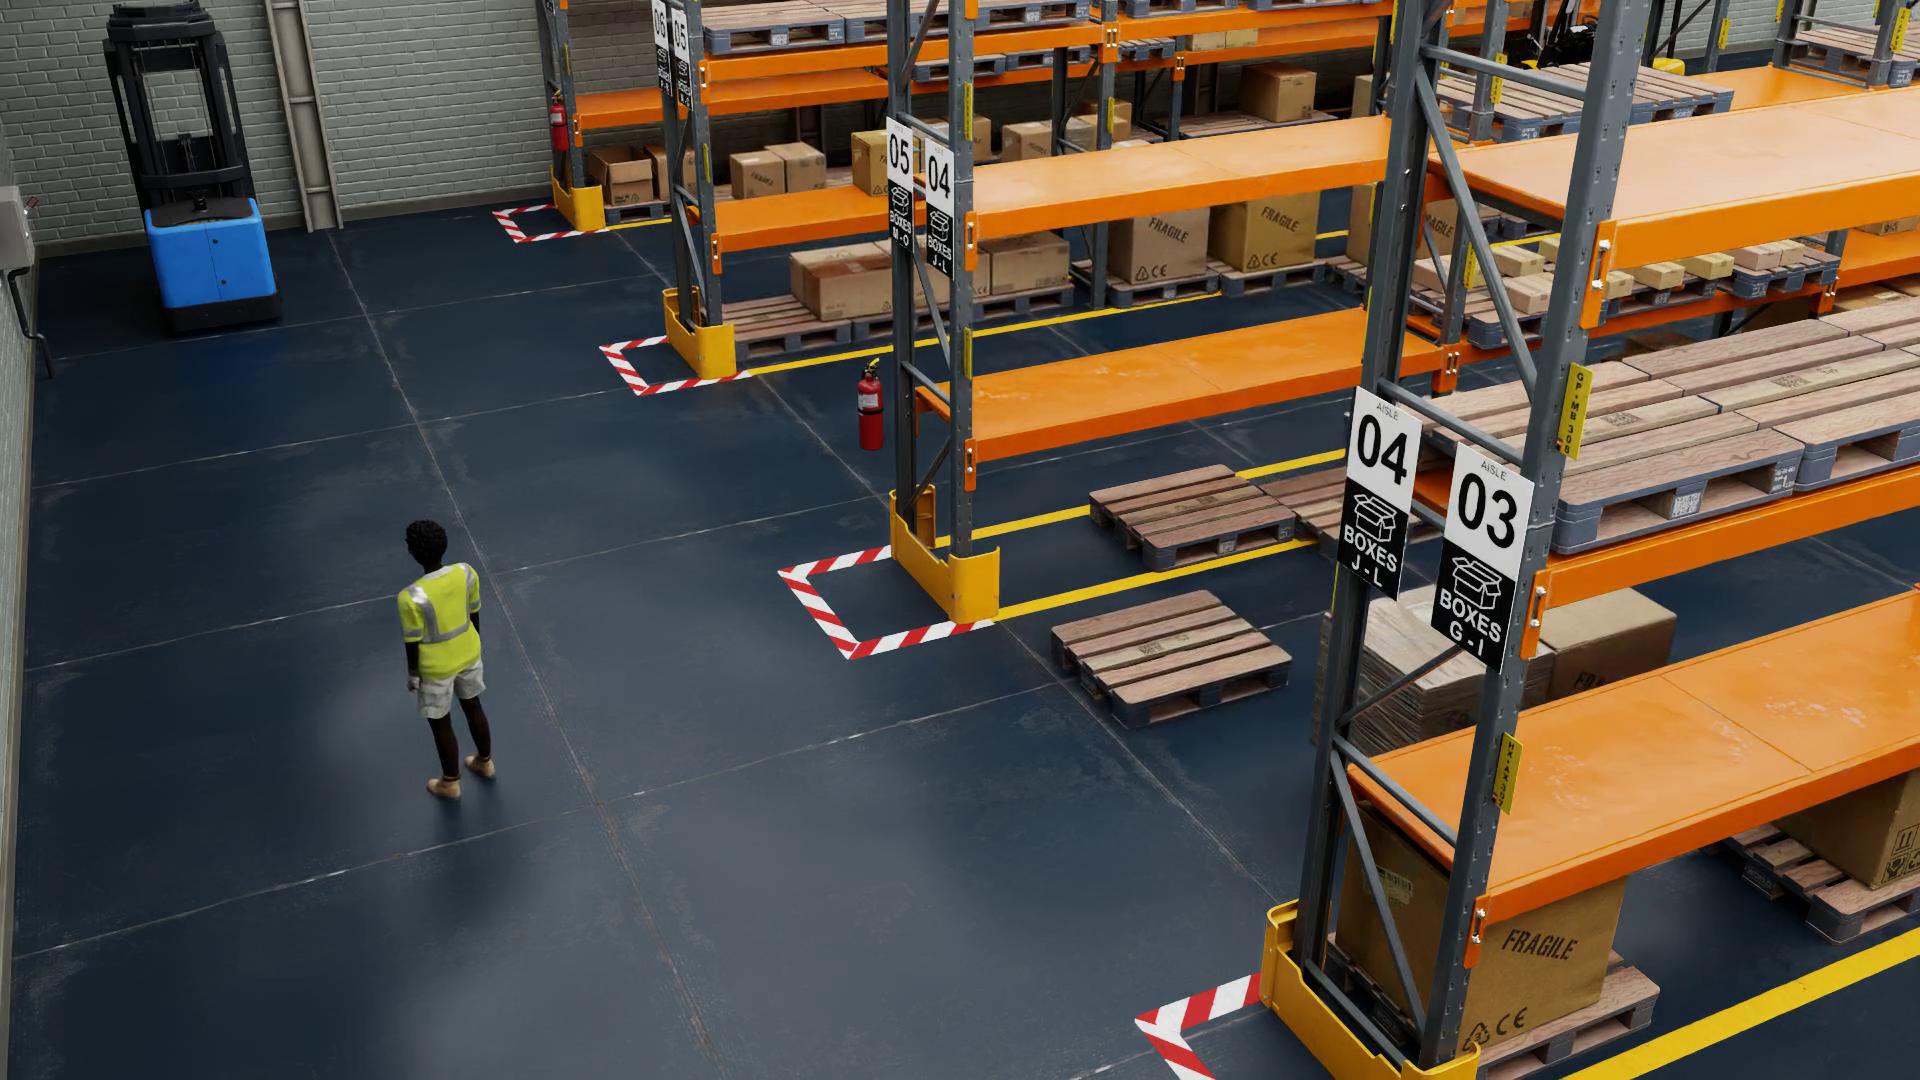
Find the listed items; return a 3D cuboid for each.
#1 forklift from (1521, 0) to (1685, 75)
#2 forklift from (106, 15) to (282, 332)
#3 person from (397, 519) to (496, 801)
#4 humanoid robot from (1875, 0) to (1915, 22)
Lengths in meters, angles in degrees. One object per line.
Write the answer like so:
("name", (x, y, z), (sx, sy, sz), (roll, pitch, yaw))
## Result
("forklift", (8.950, -6.807, 23.056), (1.214, 2.155, 2.313), (-12, 30, -22))
("forklift", (-7.548, -3.672, 16.323), (1.129, 2.768, 1.873), (-12, 30, -22))
("person", (-2.862, 0.665, 9.287), (0.319, 1.687, 0.537), (16, 32, 28))
("humanoid robot", (14.971, -8.292, 26.444), (1.018, 1.781, 0.532), (-14, 30, -24))
